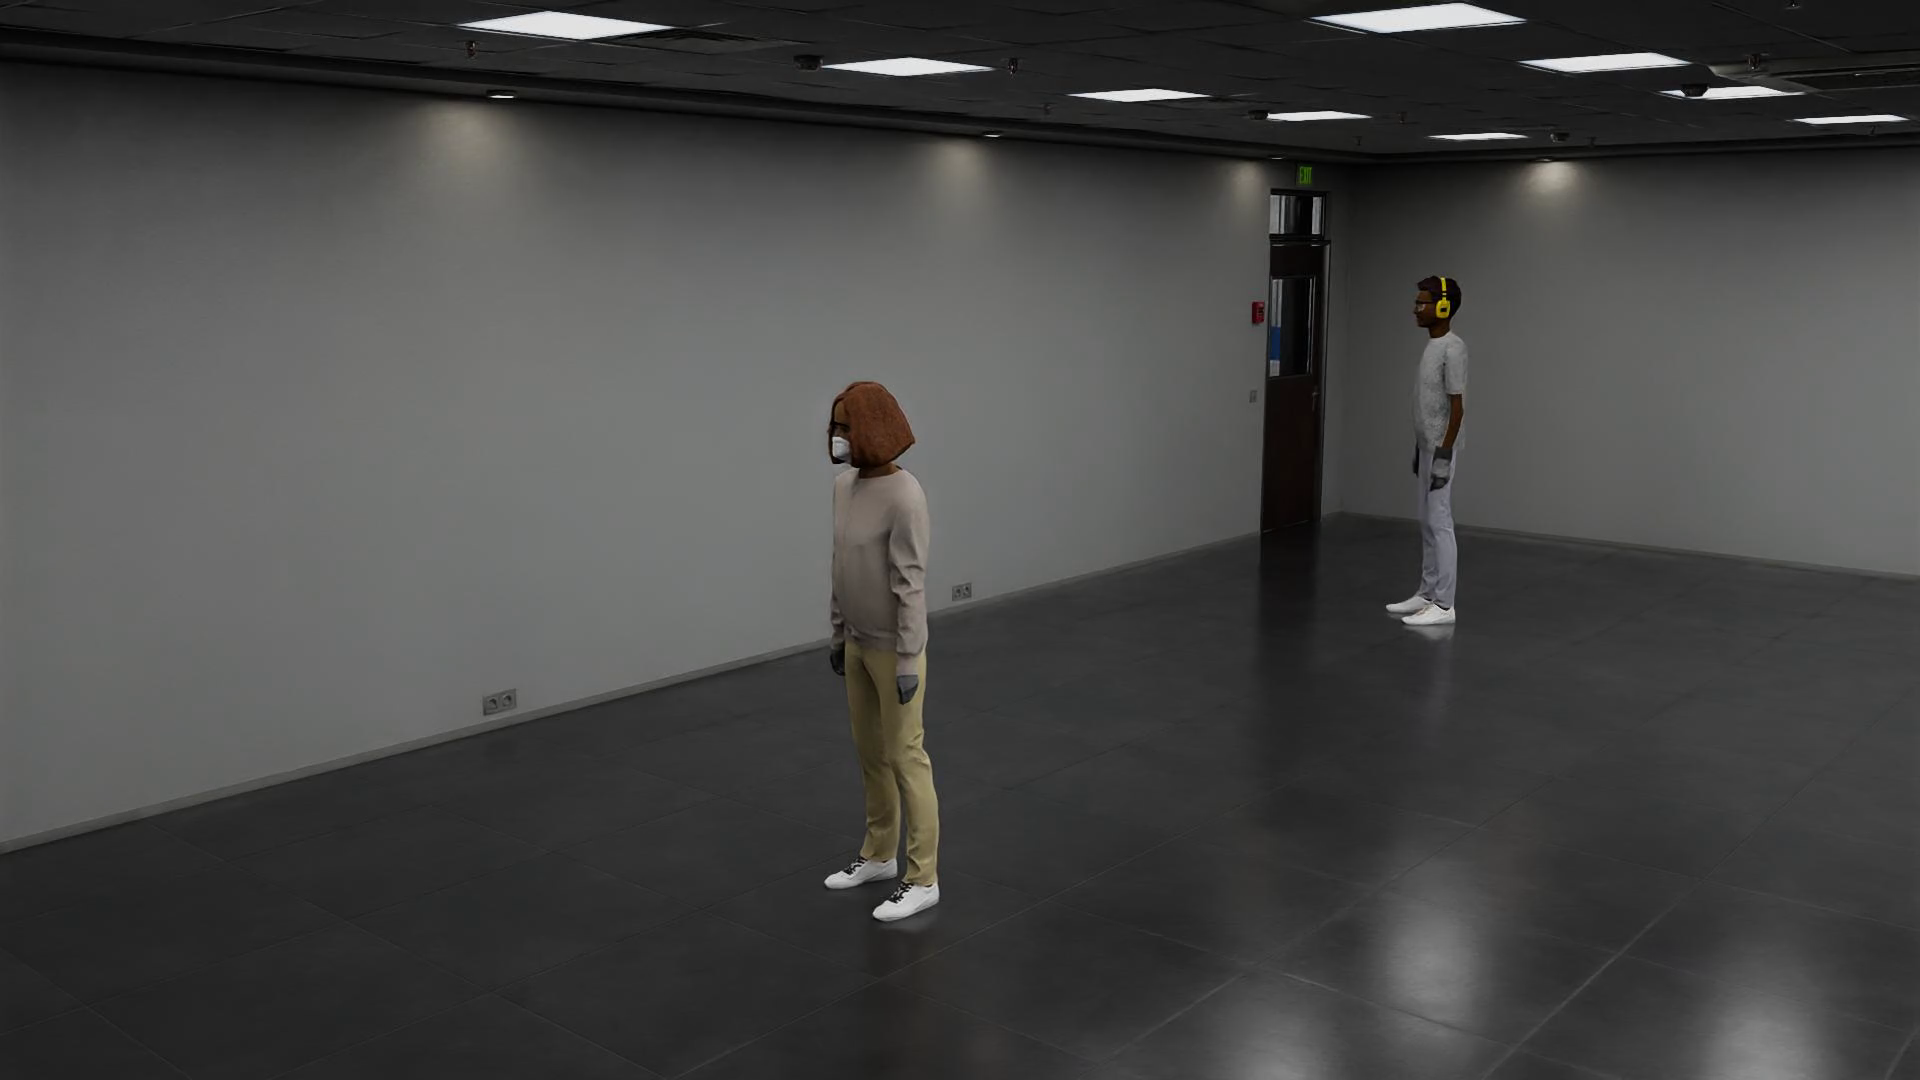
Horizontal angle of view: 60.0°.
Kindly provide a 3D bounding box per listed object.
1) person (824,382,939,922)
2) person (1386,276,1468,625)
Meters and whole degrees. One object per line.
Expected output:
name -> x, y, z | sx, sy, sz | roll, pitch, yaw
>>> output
person -> -0.251, 0.331, 5.061 | 0.288, 1.626, 0.497 | -6, 12, -31
person -> 2.539, -0.474, 8.945 | 0.328, 1.873, 0.517 | 0, 10, 1
